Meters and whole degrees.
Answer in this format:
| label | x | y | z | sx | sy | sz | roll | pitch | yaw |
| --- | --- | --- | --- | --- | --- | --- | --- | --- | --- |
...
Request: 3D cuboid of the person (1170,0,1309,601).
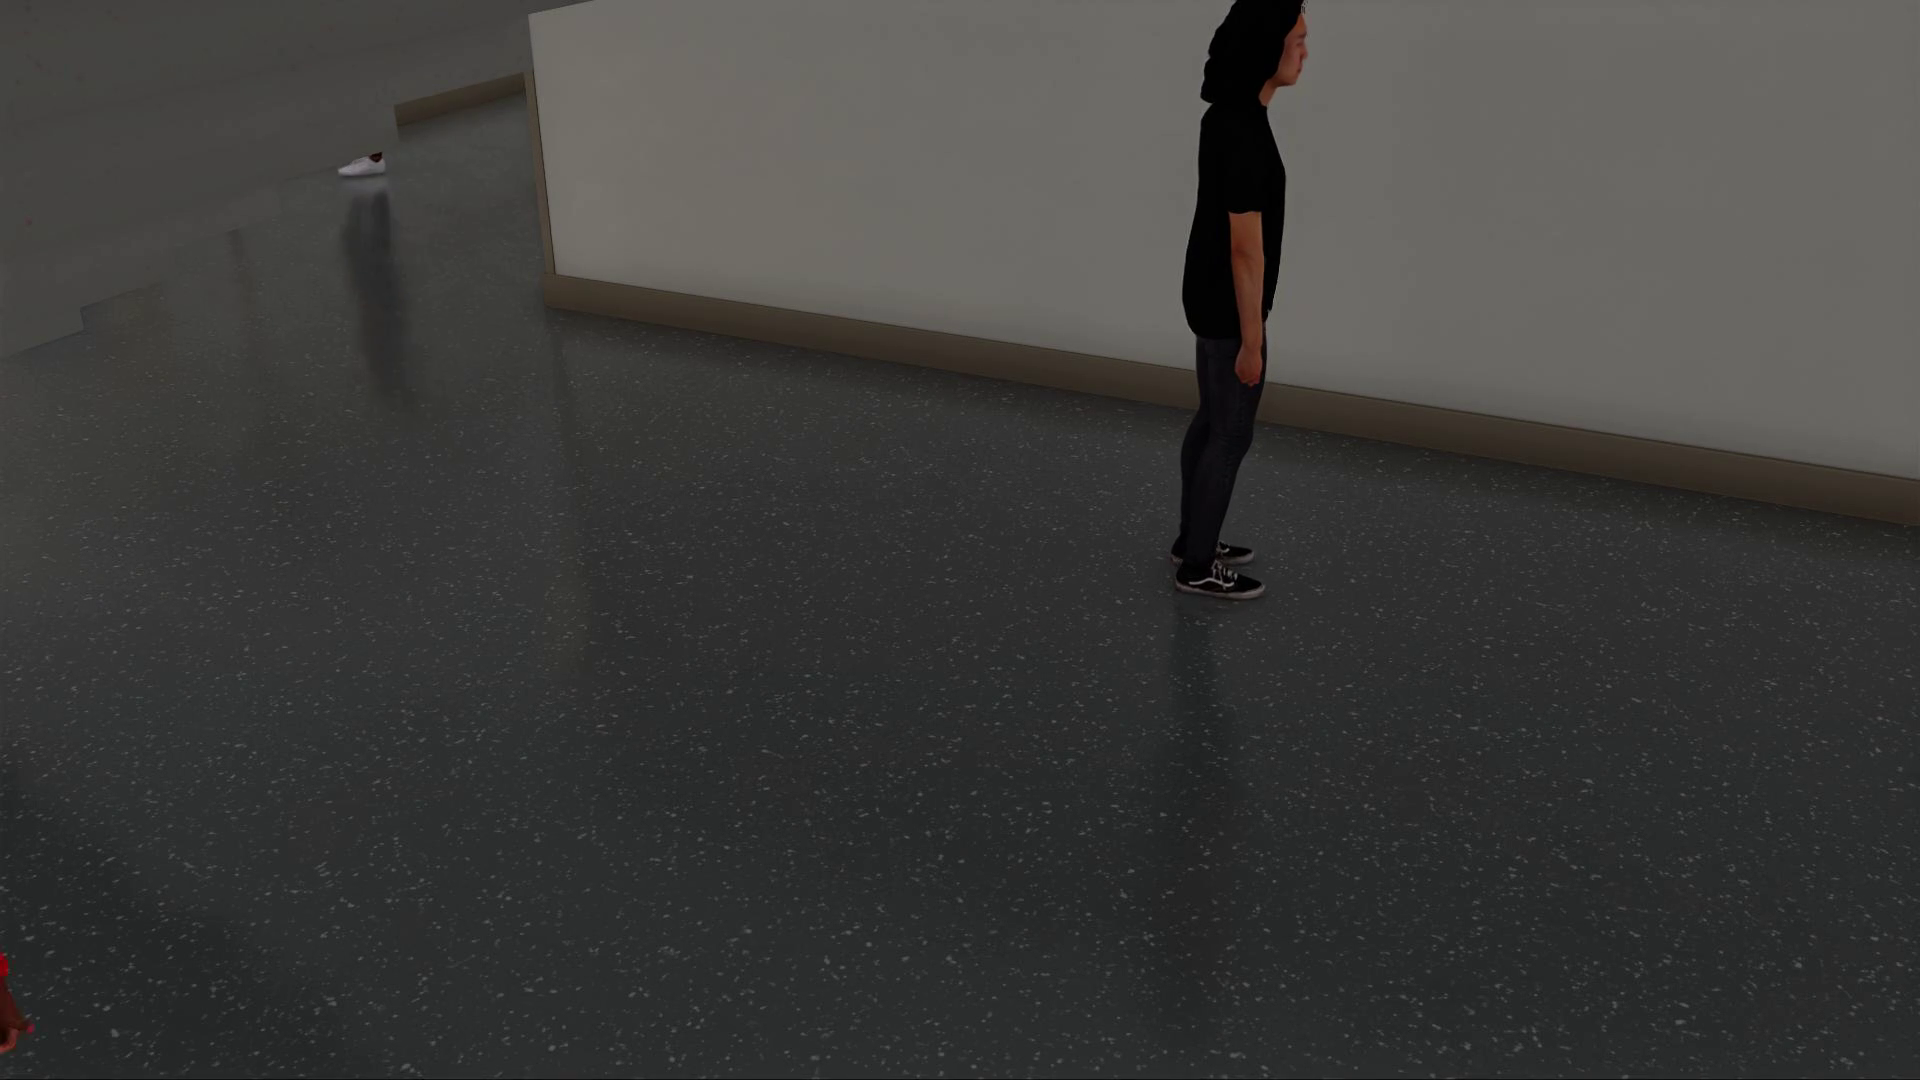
| label | x | y | z | sx | sy | sz | roll | pitch | yaw |
| --- | --- | --- | --- | --- | --- | --- | --- | --- | --- |
| person | 0.789 | -0.706 | 4.929 | 0.691 | 1.827 | 0.707 | -1 | 26 | -2 |
